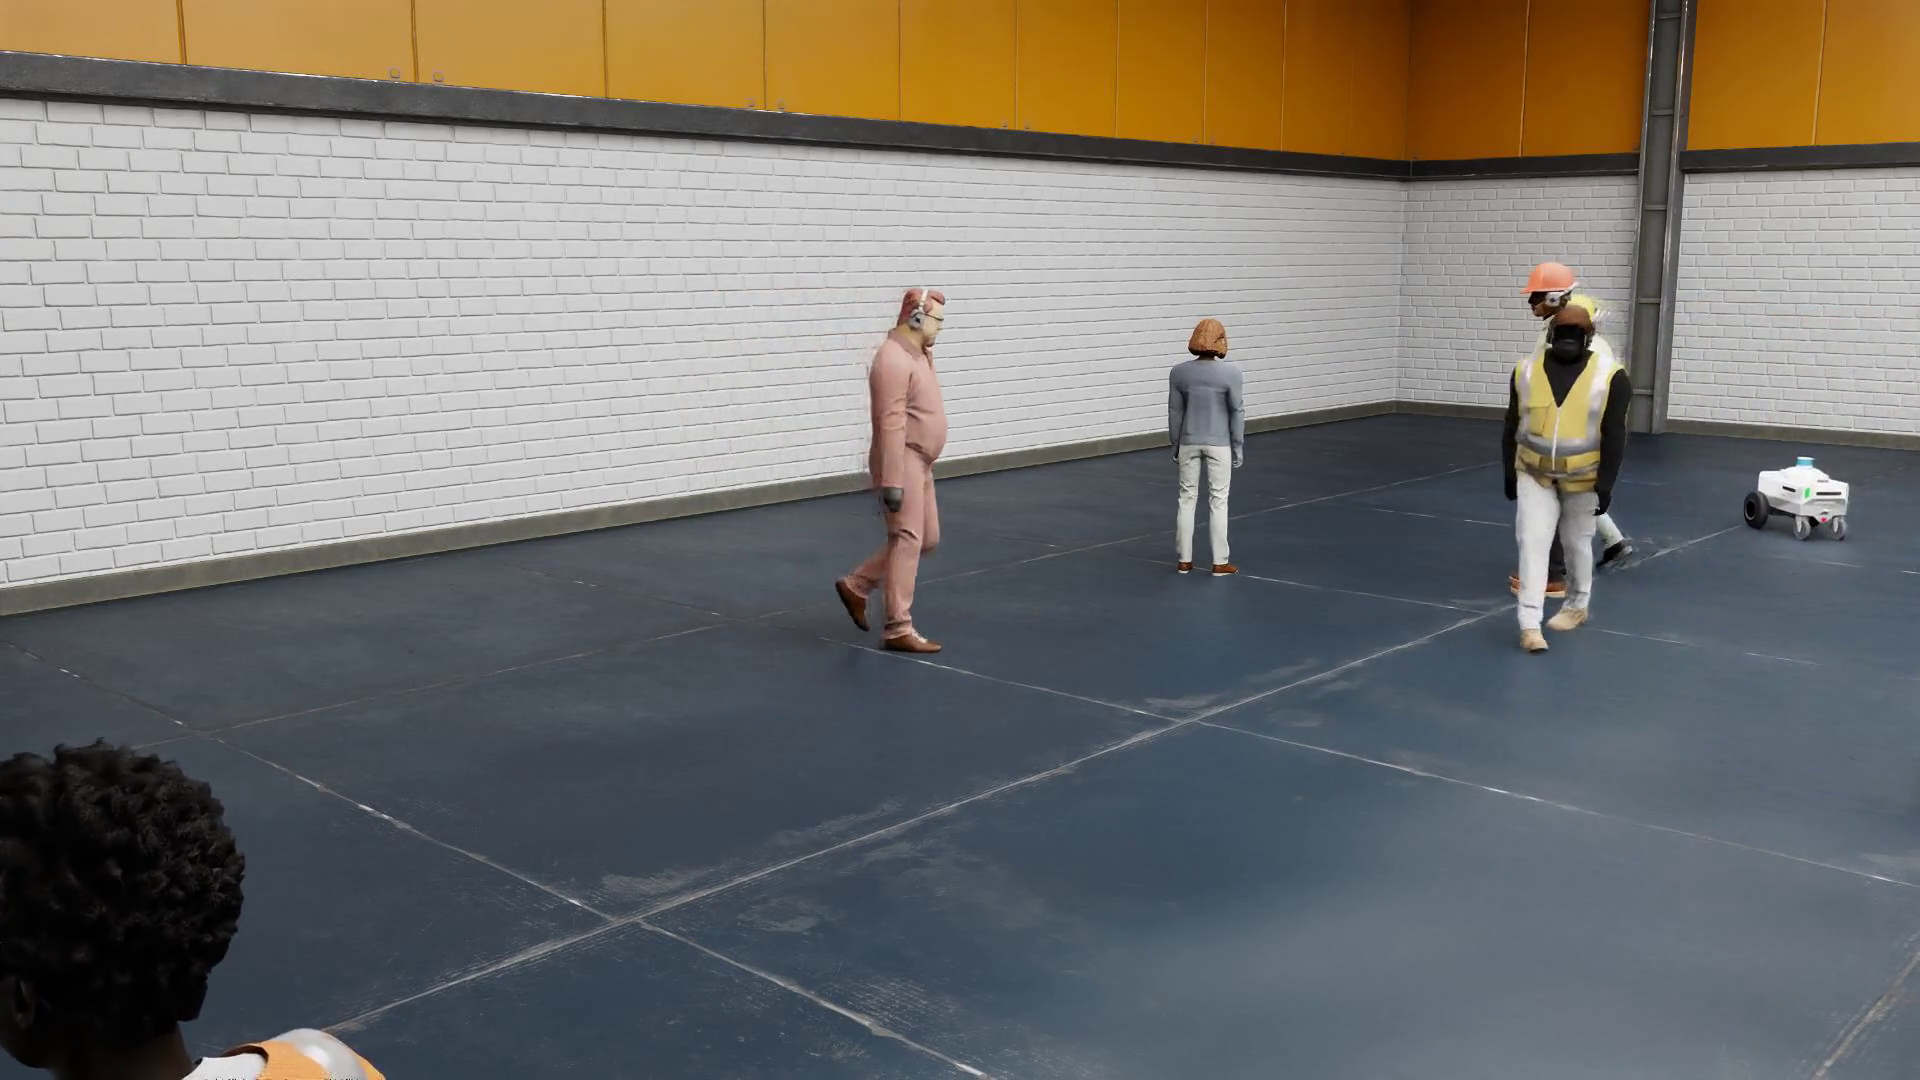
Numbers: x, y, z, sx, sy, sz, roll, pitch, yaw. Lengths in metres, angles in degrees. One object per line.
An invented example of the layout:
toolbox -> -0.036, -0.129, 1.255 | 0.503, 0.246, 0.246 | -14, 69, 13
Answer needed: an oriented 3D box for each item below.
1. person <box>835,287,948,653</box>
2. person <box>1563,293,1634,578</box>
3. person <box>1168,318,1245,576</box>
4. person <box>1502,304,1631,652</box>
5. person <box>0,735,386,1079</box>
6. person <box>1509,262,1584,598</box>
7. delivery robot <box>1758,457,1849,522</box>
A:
person -> -0.342, -0.363, 8.615 | 0.558, 1.877, 0.713 | 1, 10, 7
person -> 3.914, -0.640, 10.417 | 0.506, 1.800, 0.615 | 4, 11, 24
person -> 1.564, -0.585, 10.571 | 0.500, 1.633, 0.280 | 5, 11, 26
person -> 3.168, -0.341, 8.757 | 0.634, 1.801, 0.892 | 5, 11, 28
person -> -0.650, 0.997, 1.415 | 0.321, 1.690, 0.530 | 3, 10, 15
person -> 3.503, -0.654, 9.940 | 0.397, 1.990, 0.624 | 3, 11, 19
delivery robot -> 6.120, -0.358, 12.081 | 0.477, 0.478, 0.707 | 0, 10, -2
